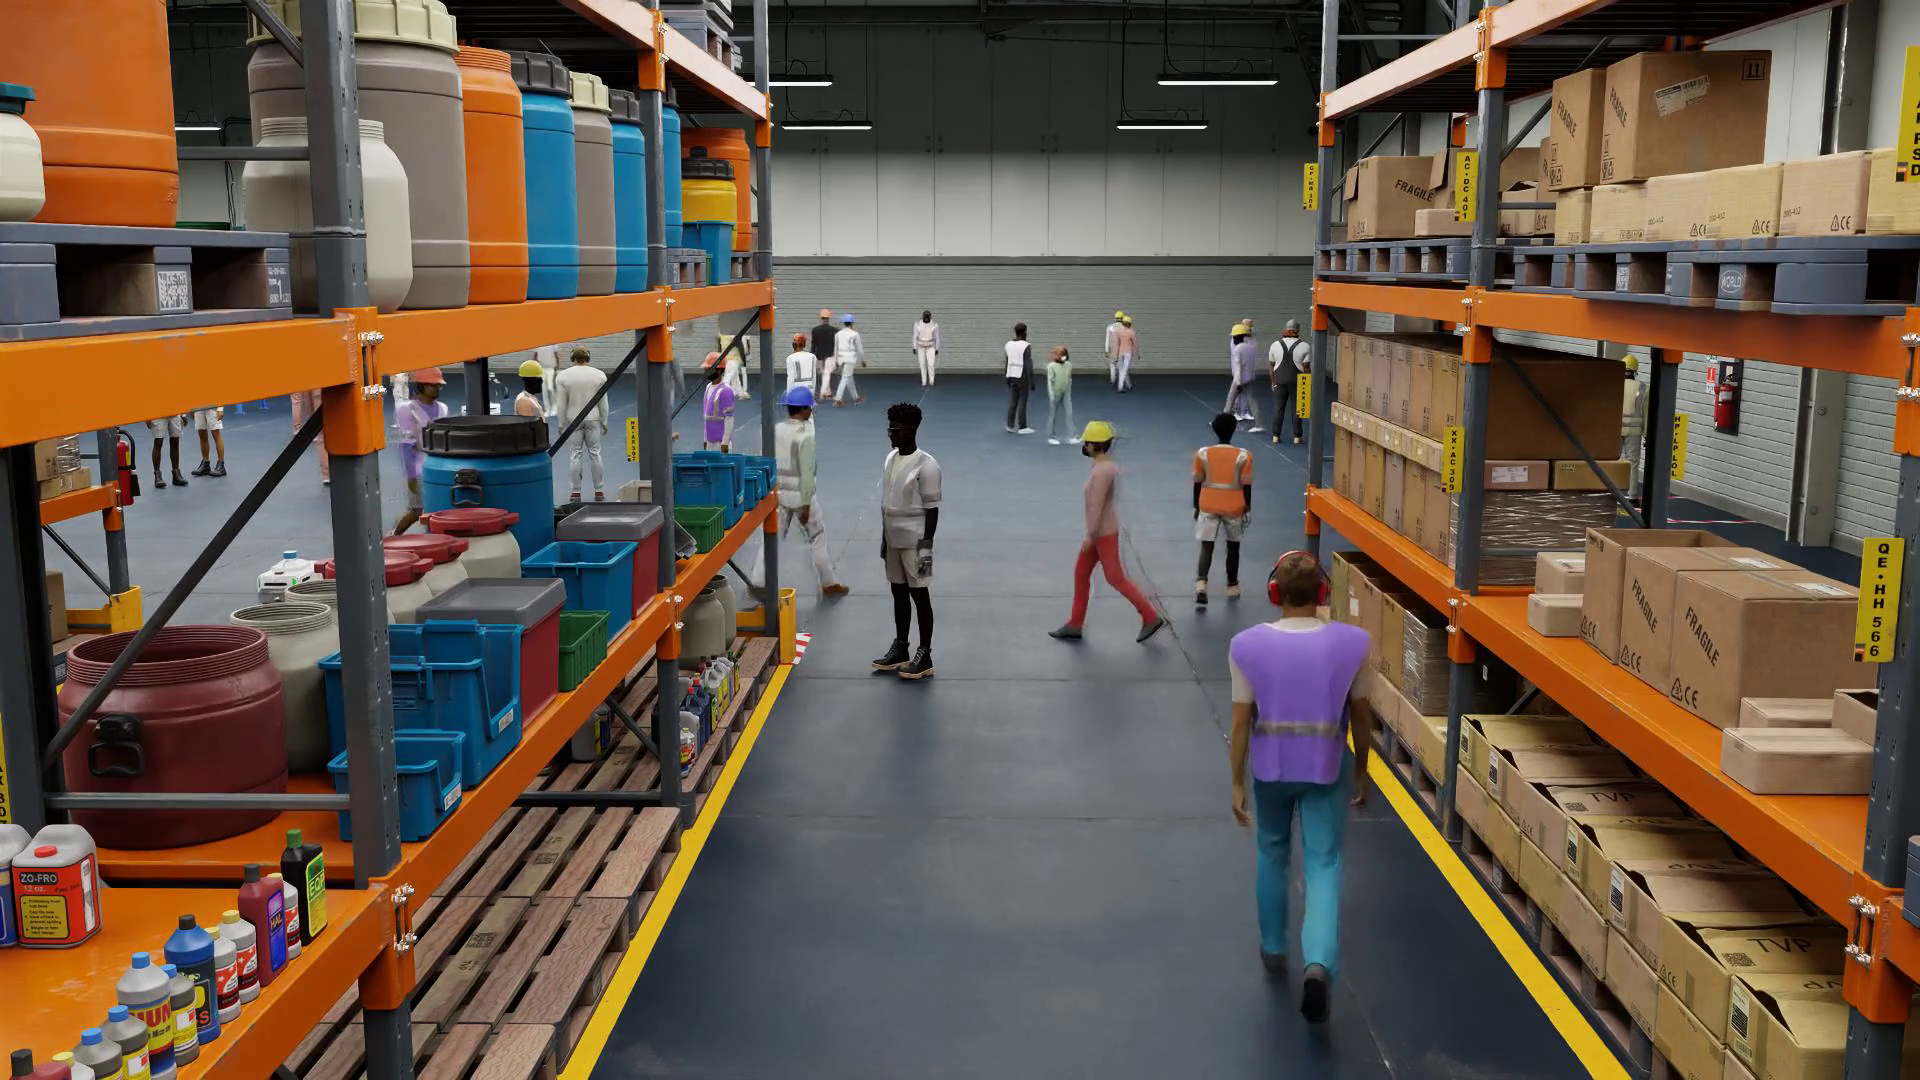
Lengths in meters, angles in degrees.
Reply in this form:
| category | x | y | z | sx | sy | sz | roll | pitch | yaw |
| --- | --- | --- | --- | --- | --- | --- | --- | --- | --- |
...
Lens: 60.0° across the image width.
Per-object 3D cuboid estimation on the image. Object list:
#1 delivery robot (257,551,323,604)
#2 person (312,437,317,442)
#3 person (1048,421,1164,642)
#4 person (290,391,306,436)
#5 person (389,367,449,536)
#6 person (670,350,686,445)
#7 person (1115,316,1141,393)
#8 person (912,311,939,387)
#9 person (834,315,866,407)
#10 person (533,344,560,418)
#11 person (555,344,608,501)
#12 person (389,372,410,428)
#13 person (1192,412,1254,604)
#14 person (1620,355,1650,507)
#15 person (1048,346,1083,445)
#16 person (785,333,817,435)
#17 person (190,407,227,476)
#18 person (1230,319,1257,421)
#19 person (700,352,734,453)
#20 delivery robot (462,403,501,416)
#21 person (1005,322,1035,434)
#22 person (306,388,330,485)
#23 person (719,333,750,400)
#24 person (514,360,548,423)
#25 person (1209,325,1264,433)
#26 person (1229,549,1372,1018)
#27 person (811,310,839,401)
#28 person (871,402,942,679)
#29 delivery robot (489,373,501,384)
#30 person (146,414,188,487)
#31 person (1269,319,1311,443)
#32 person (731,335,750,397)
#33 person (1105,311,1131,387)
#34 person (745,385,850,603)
| category | x | y | z | sx | sy | sz | roll | pitch | yaw |
| --- | --- | --- | --- | --- | --- | --- | --- | --- | --- |
| delivery robot | -5.602 | 0.334 | 13.934 | 0.477 | 0.478 | 0.707 | 0 | 10 | -1 |
| person | -10.502 | -2.461 | 27.670 | 0.520 | 1.614 | 0.747 | 9 | 13 | 42 |
| person | 1.167 | -0.069 | 12.973 | 0.857 | 1.735 | 0.517 | 0 | 9 | 2 |
| person | -11.218 | -2.734 | 28.406 | 0.651 | 1.912 | 0.410 | -3 | 10 | -15 |
| person | -5.135 | -0.687 | 15.865 | 0.899 | 2.016 | 0.617 | 6 | 11 | 32 |
| person | -4.675 | -2.416 | 26.576 | 0.646 | 1.884 | 0.979 | 4 | 10 | 24 |
| person | 3.826 | -4.242 | 38.025 | 0.524 | 1.720 | 0.911 | 8 | 12 | 40 |
| person | -0.818 | -4.551 | 39.624 | 0.629 | 1.800 | 0.920 | 1 | 9 | 3 |
| person | -2.313 | -3.683 | 34.198 | 0.590 | 1.889 | 1.037 | 8 | 12 | 39 |
| person | -7.913 | -3.267 | 31.775 | 0.549 | 1.852 | 0.431 | 2 | 10 | 10 |
| person | -4.691 | -1.459 | 20.688 | 0.635 | 1.937 | 0.354 | -3 | 10 | -20 |
| person | -10.040 | -2.828 | 29.782 | 0.306 | 1.640 | 0.522 | 2 | 10 | 13 |
| person | 2.267 | -0.276 | 14.403 | 0.541 | 1.676 | 0.746 | 3 | 10 | 18 |
| person | 8.072 | -1.324 | 20.196 | 0.599 | 1.830 | 0.404 | 5 | 11 | 26 |
| person | 1.678 | -2.320 | 26.849 | 0.516 | 1.596 | 0.779 | -6 | 11 | -32 |
| person | -2.423 | -2.193 | 25.255 | 0.356 | 1.882 | 0.572 | 8 | 12 | 40 |
| person | -10.458 | -1.851 | 23.040 | 0.553 | 1.935 | 0.363 | 3 | 10 | 17 |
| person | 5.342 | -3.183 | 31.120 | 0.651 | 1.904 | 0.401 | -8 | 12 | -40 |
| person | -2.776 | -1.170 | 18.950 | 0.353 | 1.942 | 0.545 | -7 | 12 | -36 |
| delivery robot | -8.587 | -2.322 | 29.845 | 0.477 | 0.478 | 0.707 | 5 | 11 | 28 |
| person | 1.027 | -2.803 | 28.822 | 0.401 | 1.923 | 0.599 | -8 | 12 | -39 |
| person | -8.427 | -1.699 | 22.371 | 0.669 | 1.849 | 1.025 | 0 | 9 | -3 |
| person | -4.885 | -3.880 | 35.643 | 0.642 | 1.796 | 0.969 | 9 | 13 | 44 |
| person | -4.511 | -0.934 | 17.577 | 0.363 | 1.928 | 0.587 | -2 | 10 | -12 |
| person | 4.883 | -2.806 | 28.969 | 1.009 | 1.871 | 0.606 | 8 | 12 | 40 |
| person | 1.354 | 0.947 | 6.659 | 0.575 | 1.818 | 0.825 | 2 | 10 | 10 |
| person | -2.874 | -3.954 | 35.606 | 0.624 | 1.955 | 1.019 | 2 | 10 | 14 |
| person | -0.381 | -0.005 | 11.900 | 0.368 | 1.966 | 0.602 | -7 | 12 | -36 |
| delivery robot | -10.215 | -3.536 | 36.337 | 0.335 | 0.223 | 0.698 | -6 | 11 | -31 |
| person | -10.486 | -1.675 | 21.988 | 0.375 | 1.935 | 0.550 | 8 | 12 | 39 |
| person | 5.447 | -2.608 | 27.393 | 0.677 | 2.000 | 0.535 | 4 | 10 | 23 |
| person | -4.870 | -4.079 | 36.612 | 0.508 | 1.864 | 0.329 | 0 | 9 | 0 |
| person | 3.751 | -4.514 | 39.379 | 0.628 | 1.808 | 0.726 | 1 | 10 | 4 |
| person | -1.441 | -0.395 | 14.435 | 0.992 | 1.906 | 0.600 | -9 | 13 | -44 |
